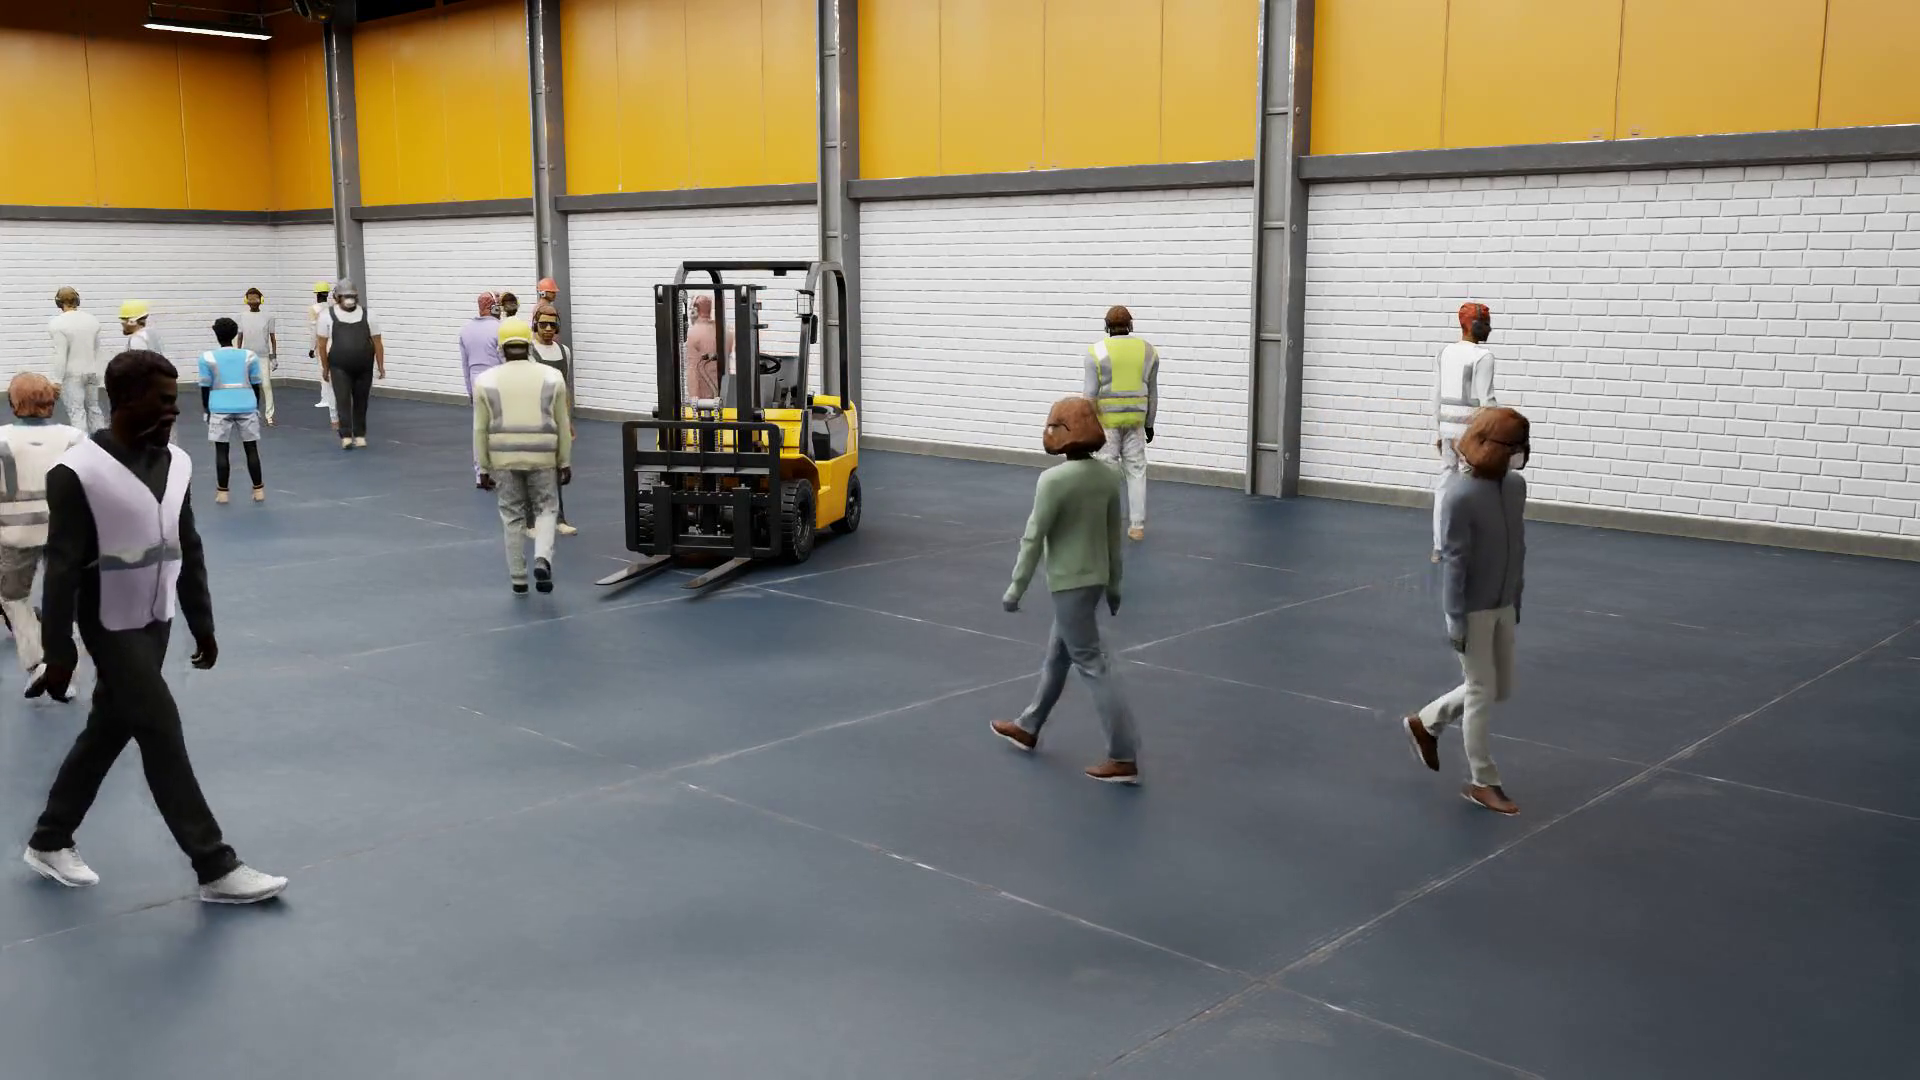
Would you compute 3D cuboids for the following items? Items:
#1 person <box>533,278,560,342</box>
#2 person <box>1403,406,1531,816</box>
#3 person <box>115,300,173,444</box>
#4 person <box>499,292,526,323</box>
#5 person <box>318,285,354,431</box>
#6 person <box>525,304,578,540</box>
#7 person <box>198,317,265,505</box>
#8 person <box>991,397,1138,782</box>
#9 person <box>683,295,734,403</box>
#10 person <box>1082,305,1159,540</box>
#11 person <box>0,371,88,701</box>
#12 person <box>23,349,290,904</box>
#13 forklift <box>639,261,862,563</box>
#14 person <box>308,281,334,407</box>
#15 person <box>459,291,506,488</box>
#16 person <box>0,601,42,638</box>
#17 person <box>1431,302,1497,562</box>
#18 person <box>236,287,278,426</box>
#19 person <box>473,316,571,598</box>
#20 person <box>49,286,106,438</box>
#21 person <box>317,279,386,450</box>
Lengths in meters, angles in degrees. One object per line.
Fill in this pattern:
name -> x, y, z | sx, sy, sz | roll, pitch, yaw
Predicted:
person -> -5.672, -2.600, 22.891 | 0.396, 1.993, 0.618 | 0, 9, 2
person -> 1.985, 0.261, 6.548 | 0.516, 1.607, 0.515 | -7, 12, -36
person -> -8.242, -1.468, 16.544 | 0.826, 1.797, 0.631 | -2, 9, -12
person -> -5.431, -2.069, 20.098 | 0.405, 1.852, 0.645 | 6, 11, 31
person -> -8.103, -2.411, 21.916 | 0.628, 1.936, 0.374 | -7, 12, -39
person -> -3.249, -0.926, 13.098 | 0.348, 1.842, 0.506 | 7, 12, 37
person -> -6.582, -1.163, 15.042 | 0.535, 1.691, 0.323 | -6, 11, -32
person -> 0.451, 0.193, 7.015 | 0.859, 1.586, 0.501 | 7, 12, 36
person -> -2.467, -1.373, 15.764 | 0.882, 1.872, 0.655 | 7, 12, 38
person -> 1.230, -0.903, 12.969 | 0.634, 1.838, 0.429 | -3, 10, -17
person -> -4.485, -0.006, 8.118 | 0.535, 1.624, 0.373 | -8, 12, -39
person -> -2.795, 0.291, 5.610 | 1.031, 1.865, 0.607 | 2, 9, 9
forklift -> -1.552, -1.040, 12.721 | 1.214, 2.155, 2.313 | 2, 9, 11
person -> -9.734, -2.994, 25.513 | 0.375, 1.925, 0.595 | 6, 11, 31
person -> -4.481, -1.434, 16.011 | 0.639, 1.911, 0.406 | 5, 11, 30
person -> -5.688, -0.369, 9.444 | 0.952, 1.914, 0.617 | -4, 10, -24
person -> 3.602, -0.746, 11.864 | 0.337, 1.881, 0.584 | -4, 10, -22
person -> -9.460, -2.454, 22.376 | 0.507, 1.874, 0.329 | -3, 10, -16
person -> -2.795, -0.515, 10.634 | 0.613, 1.820, 0.472 | -3, 10, -15
person -> -9.423, -1.730, 17.745 | 0.377, 1.936, 0.628 | 3, 10, 16
person -> -7.125, -2.077, 19.547 | 0.703, 2.000, 0.955 | -5, 11, -29
